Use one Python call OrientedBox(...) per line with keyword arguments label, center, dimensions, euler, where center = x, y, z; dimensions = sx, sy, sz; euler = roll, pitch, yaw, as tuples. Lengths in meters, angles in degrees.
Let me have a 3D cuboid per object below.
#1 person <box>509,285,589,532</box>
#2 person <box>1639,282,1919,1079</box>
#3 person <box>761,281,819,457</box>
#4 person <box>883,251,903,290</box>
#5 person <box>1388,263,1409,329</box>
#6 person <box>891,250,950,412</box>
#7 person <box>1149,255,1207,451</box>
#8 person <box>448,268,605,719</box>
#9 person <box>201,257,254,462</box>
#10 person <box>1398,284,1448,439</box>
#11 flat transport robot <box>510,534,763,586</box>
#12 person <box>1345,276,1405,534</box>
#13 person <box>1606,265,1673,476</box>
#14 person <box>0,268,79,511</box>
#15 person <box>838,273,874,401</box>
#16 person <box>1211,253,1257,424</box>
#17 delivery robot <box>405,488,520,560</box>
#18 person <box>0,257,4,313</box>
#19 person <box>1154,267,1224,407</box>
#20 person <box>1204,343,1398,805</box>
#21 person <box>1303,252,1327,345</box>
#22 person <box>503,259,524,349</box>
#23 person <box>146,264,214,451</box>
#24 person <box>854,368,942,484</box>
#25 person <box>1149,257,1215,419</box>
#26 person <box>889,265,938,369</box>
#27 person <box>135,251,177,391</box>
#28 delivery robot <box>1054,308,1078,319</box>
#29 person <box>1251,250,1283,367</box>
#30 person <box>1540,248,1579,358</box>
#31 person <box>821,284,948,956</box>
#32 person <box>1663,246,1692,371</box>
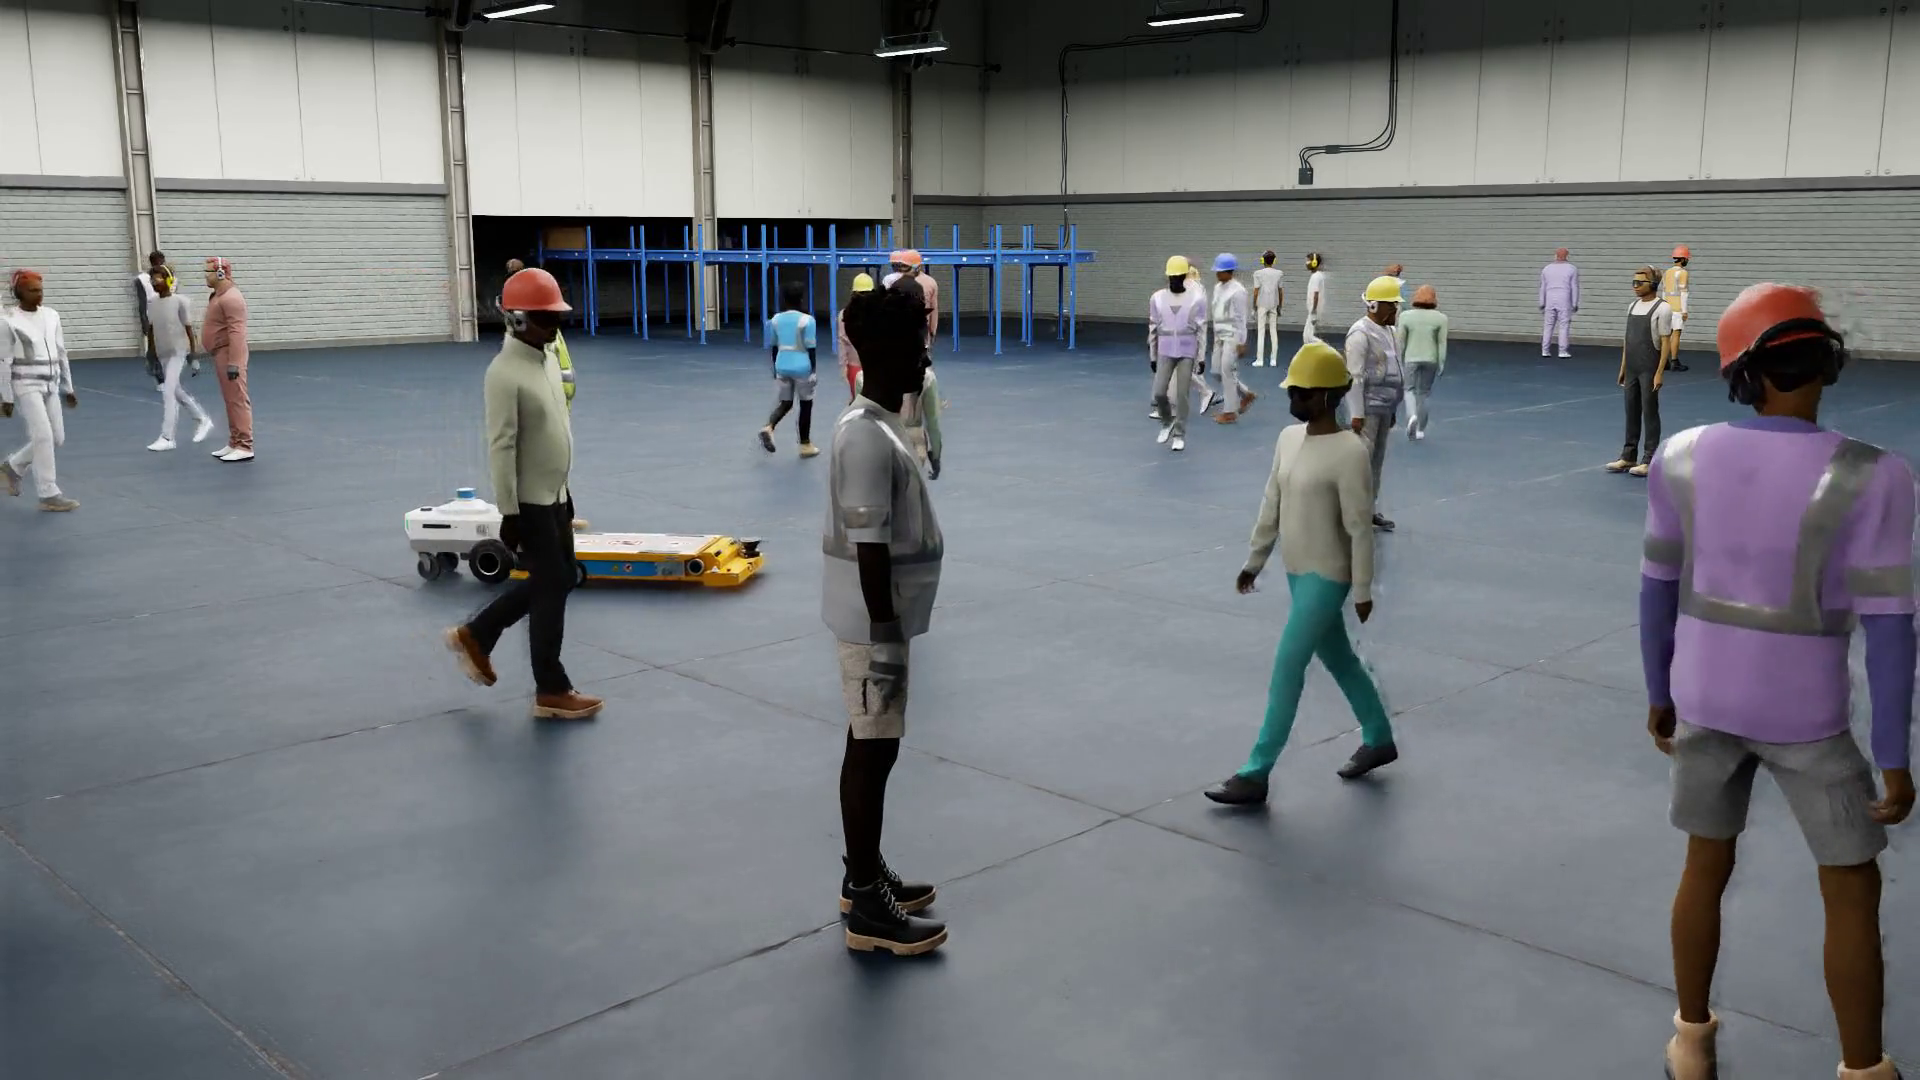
OrientedBox(label="person", center=(-2.903, -0.930, 11.663), dimensions=(0.442, 1.840, 0.637), euler=(0, 10, 1))
OrientedBox(label="person", center=(1.983, 0.406, 3.937), dimensions=(0.400, 2.002, 0.811), euler=(-8, 13, -37))
OrientedBox(label="person", center=(-1.608, -1.612, 15.809), dimensions=(0.538, 1.678, 0.613), euler=(6, 12, 31))
OrientedBox(label="person", center=(-0.898, -3.313, 24.535), dimensions=(0.567, 1.882, 1.014), euler=(-5, 12, -27))
OrientedBox(label="person", center=(7.564, -3.980, 28.840), dimensions=(0.603, 1.621, 0.547), euler=(-10, 14, -42))
OrientedBox(label="person", center=(-0.595, -2.414, 19.474), dimensions=(1.047, 1.943, 0.646), euler=(-6, 12, -29))
OrientedBox(label="person", center=(2.147, -1.848, 16.462), dimensions=(0.589, 1.915, 0.411), euler=(3, 11, 17))
OrientedBox(label="person", center=(-1.942, -0.206, 7.326), dimensions=(0.661, 1.972, 0.629), euler=(1, 10, 5))
OrientedBox(label="person", center=(-6.929, -1.707, 15.699), dimensions=(0.401, 1.910, 0.640), euler=(-6, 12, -31))
OrientedBox(label="person", center=(4.760, -1.830, 17.164), dimensions=(0.511, 1.613, 0.550), euler=(2, 11, 11))
OrientedBox(label="flat transport robot", center=(-2.001, 0.110, 10.371), dimensions=(1.431, 0.197, 0.652), euler=(1, 10, 7))
OrientedBox(label="person", center=(2.950, -0.956, 11.844), dimensions=(0.403, 1.824, 0.599), euler=(8, 13, 37))
OrientedBox(label="person", center=(6.050, -1.503, 14.756), dimensions=(0.336, 1.845, 0.514), euler=(-4, 11, -19))
OrientedBox(label="person", center=(-7.227, -1.169, 12.884), dimensions=(0.719, 1.864, 0.586), euler=(2, 11, 13))
OrientedBox(label="person", center=(-0.888, -1.655, 15.836), dimensions=(0.538, 1.743, 0.446), euler=(-3, 11, -18))
OrientedBox(label="person", center=(3.076, -2.280, 18.804), dimensions=(0.649, 1.915, 0.628), euler=(-3, 11, -18))
OrientedBox(label="delivery robot", center=(-3.084, -0.083, 10.394), dimensions=(0.707, 0.478, 0.477), euler=(1, 11, 7))
OrientedBox(label="person", center=(-13.670, -3.174, 23.644), dimensions=(0.496, 1.924, 0.569), euler=(-7, 12, -33))
OrientedBox(label="person", center=(2.821, -2.486, 20.441), dimensions=(0.895, 1.712, 0.547), euler=(0, 10, -2))
OrientedBox(label="person", center=(1.355, 0.114, 6.300), dimensions=(0.920, 1.722, 0.527), euler=(-3, 11, -17))
OrientedBox(label="person", center=(5.550, -3.538, 25.846), dimensions=(0.633, 1.850, 0.535), euler=(2, 11, 8))
OrientedBox(label="person", center=(-5.789, -2.760, 21.742), dimensions=(0.965, 1.791, 0.624), euler=(5, 11, 24))
OrientedBox(label="person", center=(-7.919, -1.864, 16.775), dimensions=(0.535, 1.836, 0.932), euler=(3, 11, 18))
OrientedBox(label="person", center=(-0.377, -0.477, 9.804), dimensions=(0.525, 1.615, 0.737), euler=(1, 10, 7))
OrientedBox(label="person", center=(2.614, -2.369, 19.408), dimensions=(0.855, 1.875, 0.648), euler=(-4, 11, -20))
OrientedBox(label="person", center=(-0.602, -2.642, 20.804), dimensions=(0.652, 1.906, 0.403), euler=(-4, 11, -19))
OrientedBox(label="person", center=(-10.923, -2.988, 22.714), dimensions=(0.436, 1.901, 0.597), euler=(7, 13, 34))
OrientedBox(label="delivery robot", center=(2.294, -4.933, 36.134), dimensions=(0.335, 0.223, 0.698), euler=(-6, 12, -28))
OrientedBox(label="person", center=(4.975, -3.755, 26.969), dimensions=(0.520, 1.871, 0.326), euler=(-1, 10, -8))
OrientedBox(label="person", center=(10.409, -4.120, 28.889), dimensions=(0.664, 1.900, 0.397), euler=(8, 13, 38))
OrientedBox(label="person", center=(-0.232, 0.227, 4.989), dimensions=(0.367, 1.967, 0.602), euler=(-1, 10, -4))
OrientedBox(label="person", center=(11.269, -3.639, 26.151), dimensions=(0.358, 1.938, 0.542), euler=(-2, 11, -11))
